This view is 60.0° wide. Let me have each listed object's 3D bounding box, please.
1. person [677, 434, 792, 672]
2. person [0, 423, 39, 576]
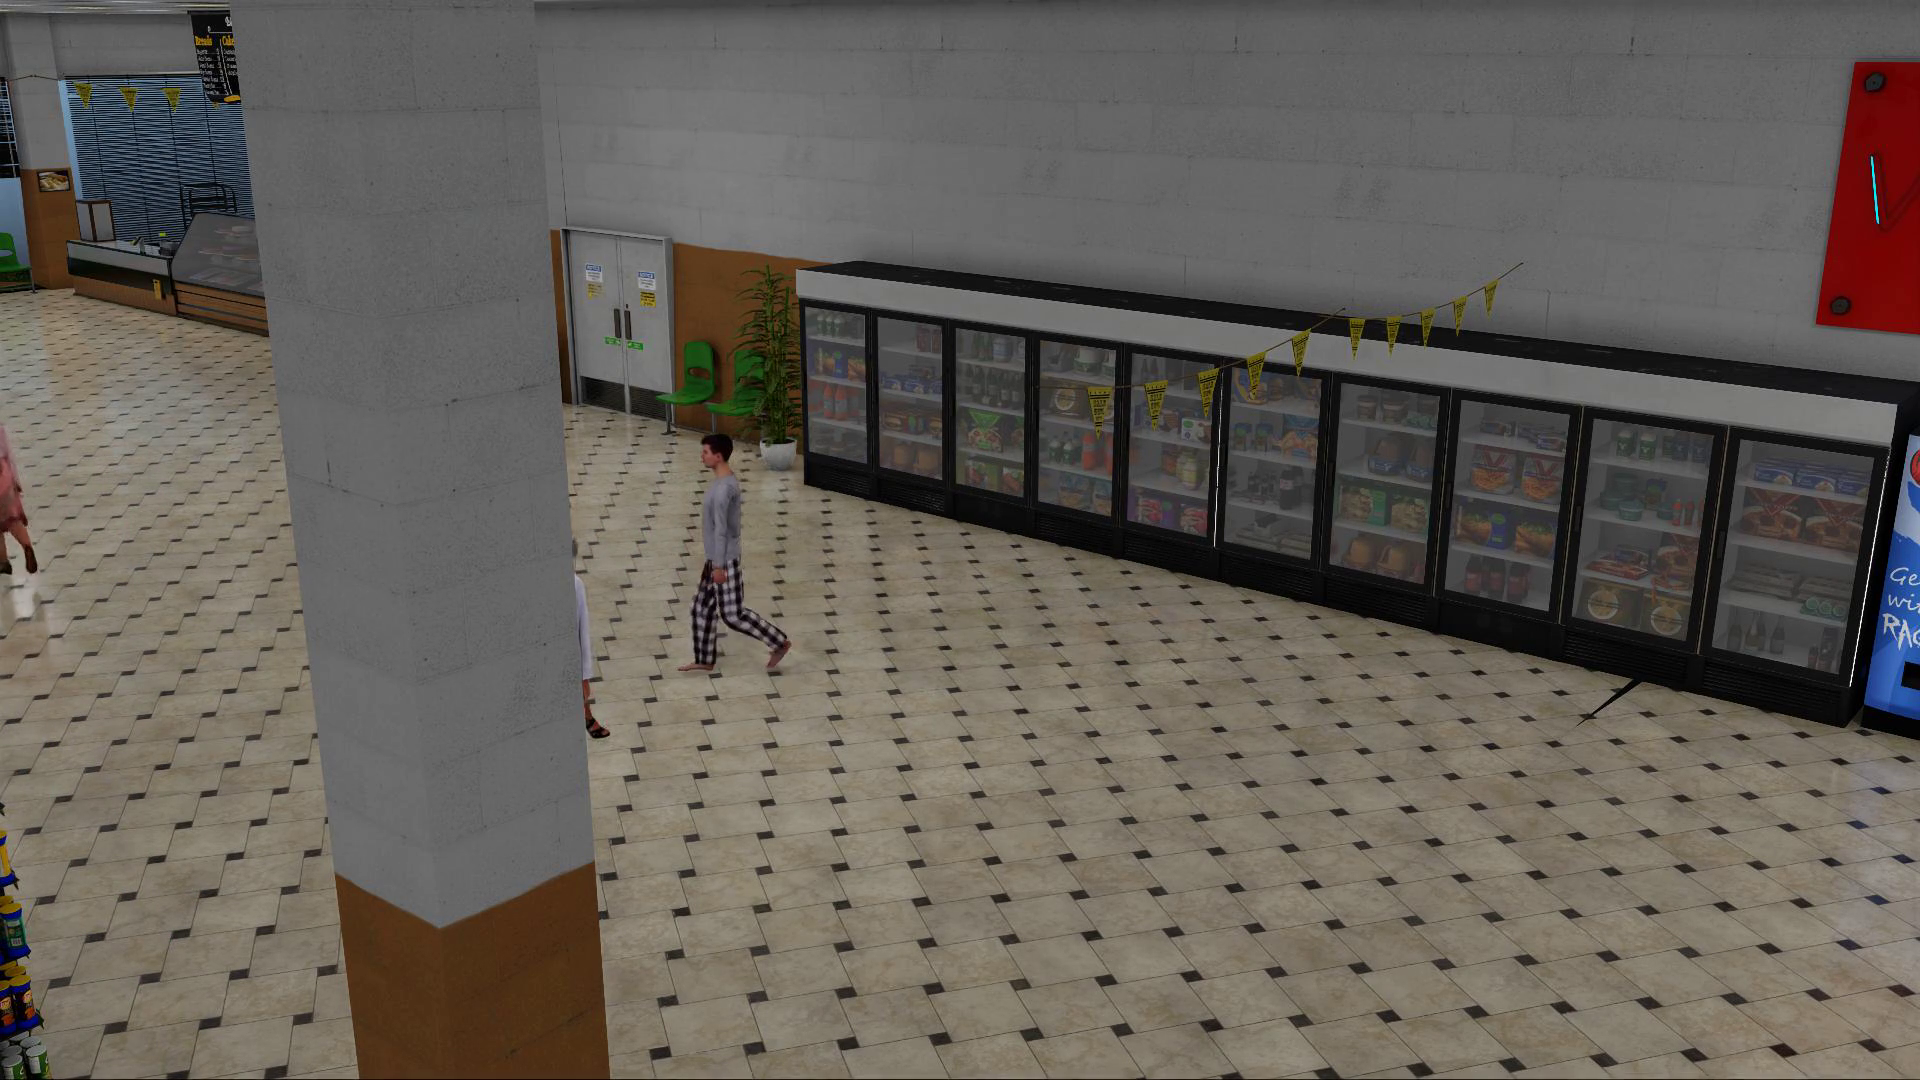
[{"bbox_3d":[-1.660,0.137,12.286,1.159,1.815,1.064,-3,17,-8],"label":"person"},{"bbox_3d":[-8.369,-0.441,14.435,0.886,1.673,0.686,-15,23,-41],"label":"person"}]
